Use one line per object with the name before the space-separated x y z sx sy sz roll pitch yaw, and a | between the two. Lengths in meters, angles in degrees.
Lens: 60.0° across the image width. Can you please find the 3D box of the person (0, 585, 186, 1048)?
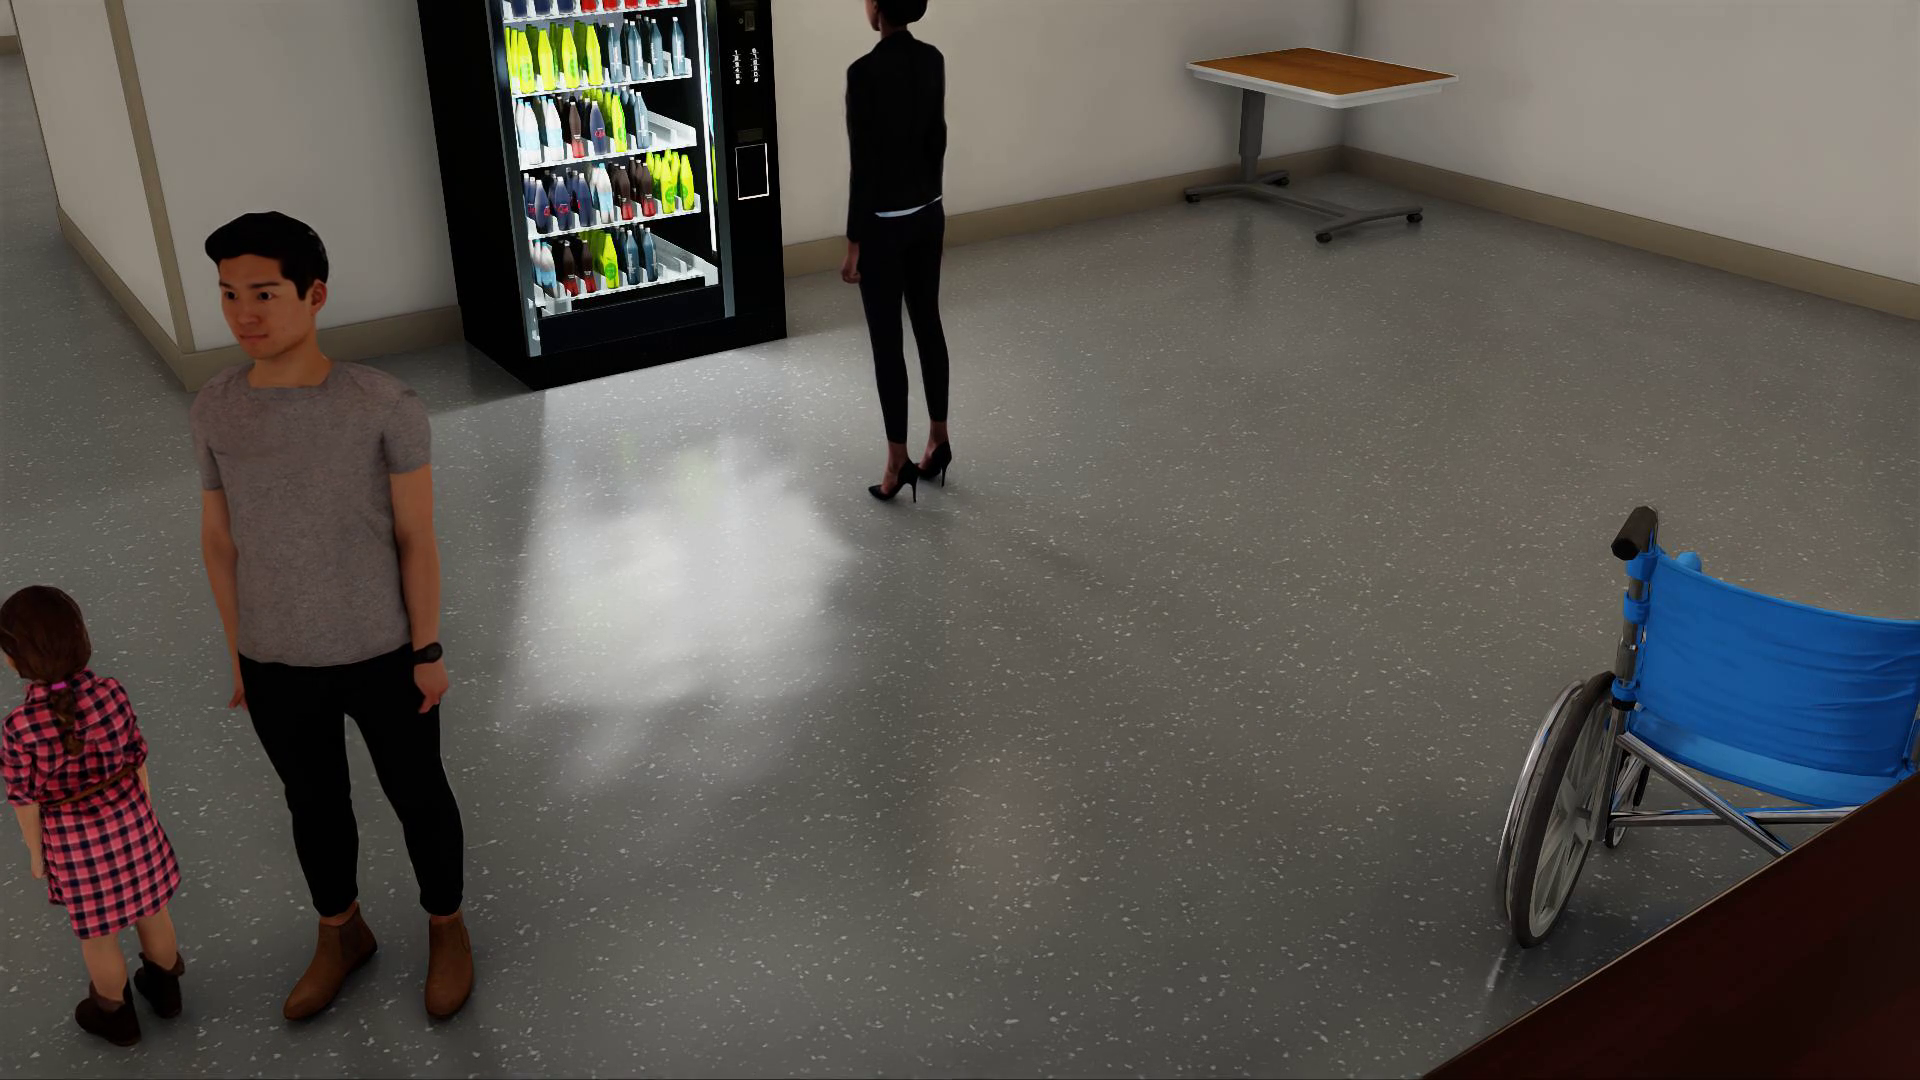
person | -1.745 0.562 3.338 0.531 1.022 0.444 18 31 33

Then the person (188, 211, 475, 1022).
person | -1.238 0.184 3.314 0.652 1.724 0.747 0 26 1

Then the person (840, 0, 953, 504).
person | -0.207 -1.019 5.682 0.714 1.834 0.536 22 33 38
